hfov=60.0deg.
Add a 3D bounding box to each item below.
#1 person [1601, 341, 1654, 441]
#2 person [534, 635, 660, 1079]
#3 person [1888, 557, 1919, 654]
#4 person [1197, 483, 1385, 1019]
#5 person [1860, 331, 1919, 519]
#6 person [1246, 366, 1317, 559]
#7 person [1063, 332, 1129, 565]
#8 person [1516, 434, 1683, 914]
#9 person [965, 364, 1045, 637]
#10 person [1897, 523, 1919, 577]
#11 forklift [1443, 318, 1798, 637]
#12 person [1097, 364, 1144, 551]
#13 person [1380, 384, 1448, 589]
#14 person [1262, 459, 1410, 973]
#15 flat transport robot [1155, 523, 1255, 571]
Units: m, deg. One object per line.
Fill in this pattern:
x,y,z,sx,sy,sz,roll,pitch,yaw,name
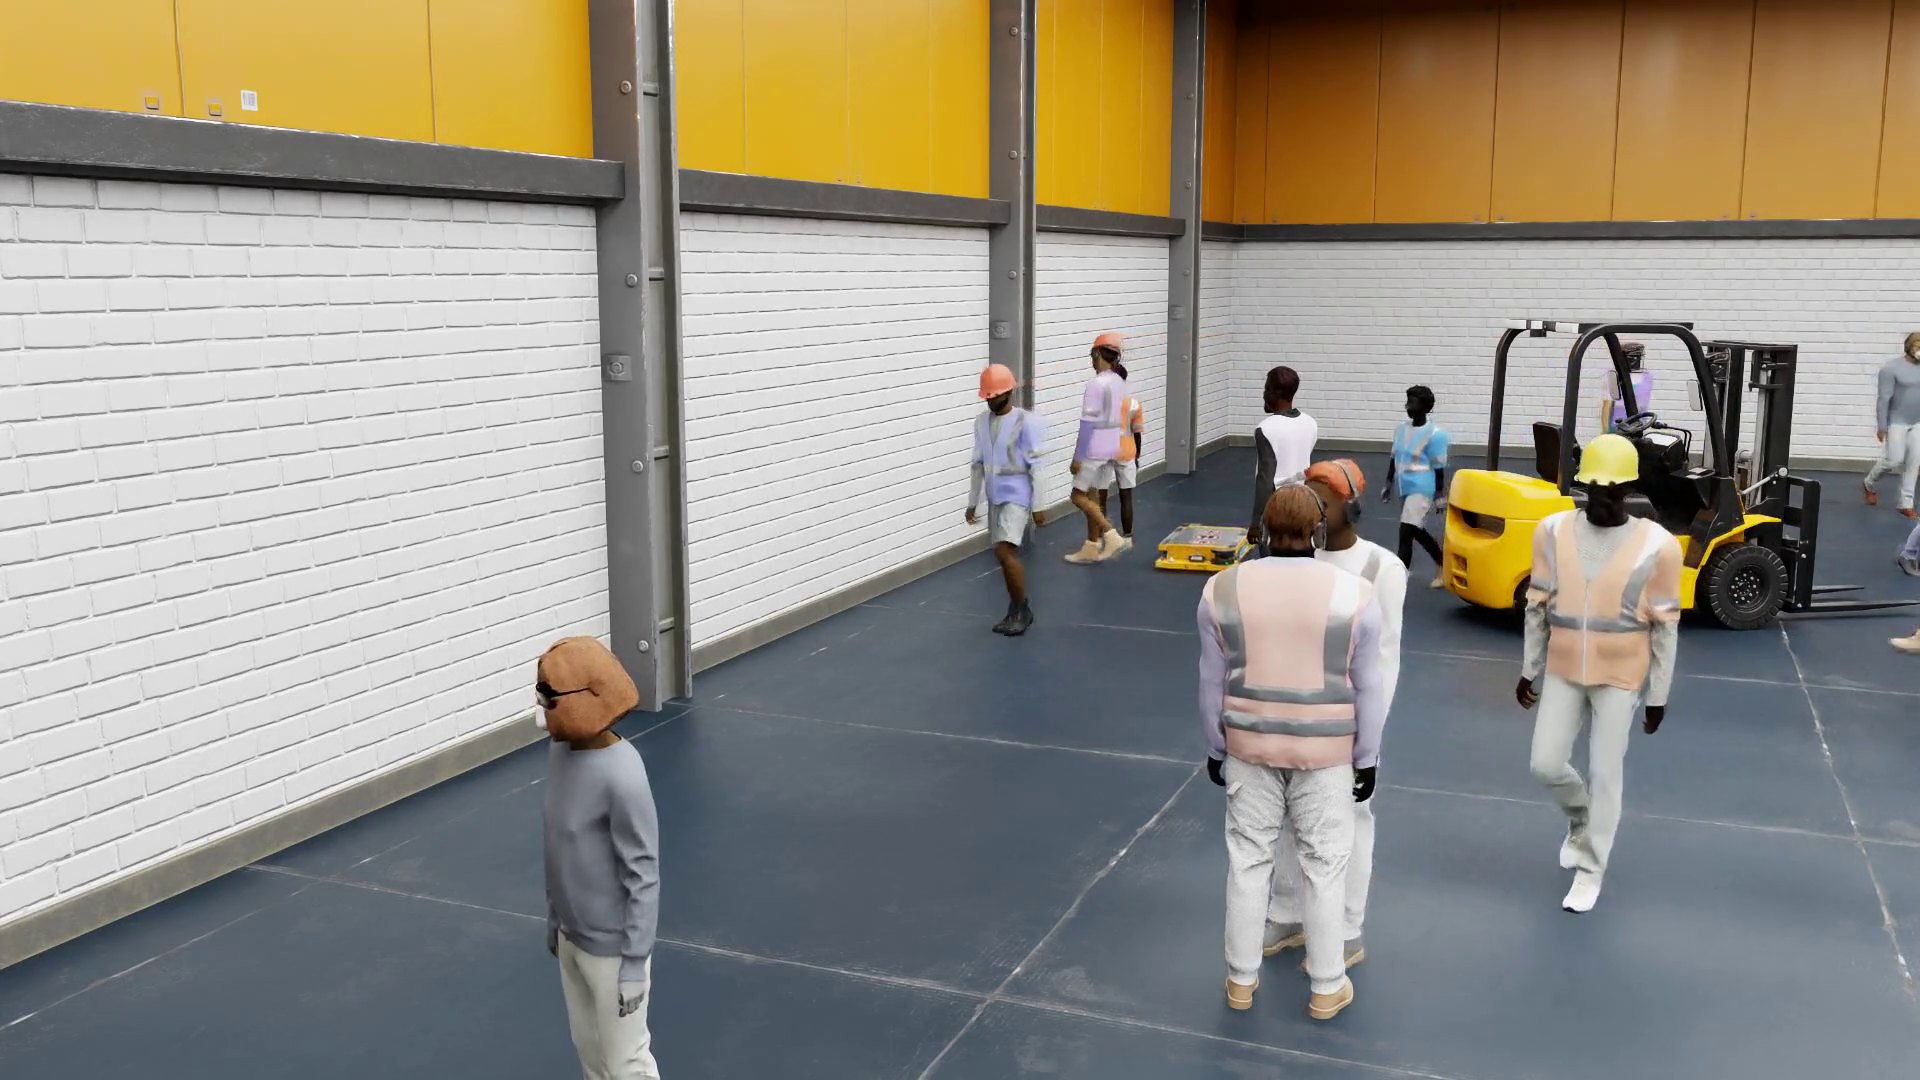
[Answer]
6.787,-1.136,17.041,0.579,1.810,0.902,-2,10,-14,person
-0.948,1.047,4.327,0.273,1.631,0.507,-7,12,-36,person
6.463,-0.209,10.835,0.778,1.993,0.640,9,13,43,person
1.126,0.719,5.688,0.627,1.844,0.429,3,10,18,person
9.636,-1.189,17.051,0.627,1.920,0.661,-1,9,-6,person
2.098,-0.174,10.861,0.392,1.922,0.592,8,13,41,person
1.146,-0.764,14.183,0.567,2.007,0.641,5,10,26,person
2.554,0.519,6.671,0.615,1.913,0.484,8,12,39,person
0.306,-0.274,11.542,0.495,1.897,0.570,-8,12,-40,person
8.036,-0.496,13.407,0.515,1.722,0.930,-2,10,-10,person
4.706,-0.497,11.990,2.313,2.155,1.214,-2,10,-10,forklift
1.387,-0.738,14.976,0.532,1.690,0.319,-1,9,-4,person
3.598,-0.393,12.960,0.838,1.662,0.530,-4,10,-21,person
1.340,0.643,6.030,0.406,1.882,0.599,-7,12,-37,person
2.149,0.055,14.456,0.652,0.197,1.431,3,10,17,flat transport robot
